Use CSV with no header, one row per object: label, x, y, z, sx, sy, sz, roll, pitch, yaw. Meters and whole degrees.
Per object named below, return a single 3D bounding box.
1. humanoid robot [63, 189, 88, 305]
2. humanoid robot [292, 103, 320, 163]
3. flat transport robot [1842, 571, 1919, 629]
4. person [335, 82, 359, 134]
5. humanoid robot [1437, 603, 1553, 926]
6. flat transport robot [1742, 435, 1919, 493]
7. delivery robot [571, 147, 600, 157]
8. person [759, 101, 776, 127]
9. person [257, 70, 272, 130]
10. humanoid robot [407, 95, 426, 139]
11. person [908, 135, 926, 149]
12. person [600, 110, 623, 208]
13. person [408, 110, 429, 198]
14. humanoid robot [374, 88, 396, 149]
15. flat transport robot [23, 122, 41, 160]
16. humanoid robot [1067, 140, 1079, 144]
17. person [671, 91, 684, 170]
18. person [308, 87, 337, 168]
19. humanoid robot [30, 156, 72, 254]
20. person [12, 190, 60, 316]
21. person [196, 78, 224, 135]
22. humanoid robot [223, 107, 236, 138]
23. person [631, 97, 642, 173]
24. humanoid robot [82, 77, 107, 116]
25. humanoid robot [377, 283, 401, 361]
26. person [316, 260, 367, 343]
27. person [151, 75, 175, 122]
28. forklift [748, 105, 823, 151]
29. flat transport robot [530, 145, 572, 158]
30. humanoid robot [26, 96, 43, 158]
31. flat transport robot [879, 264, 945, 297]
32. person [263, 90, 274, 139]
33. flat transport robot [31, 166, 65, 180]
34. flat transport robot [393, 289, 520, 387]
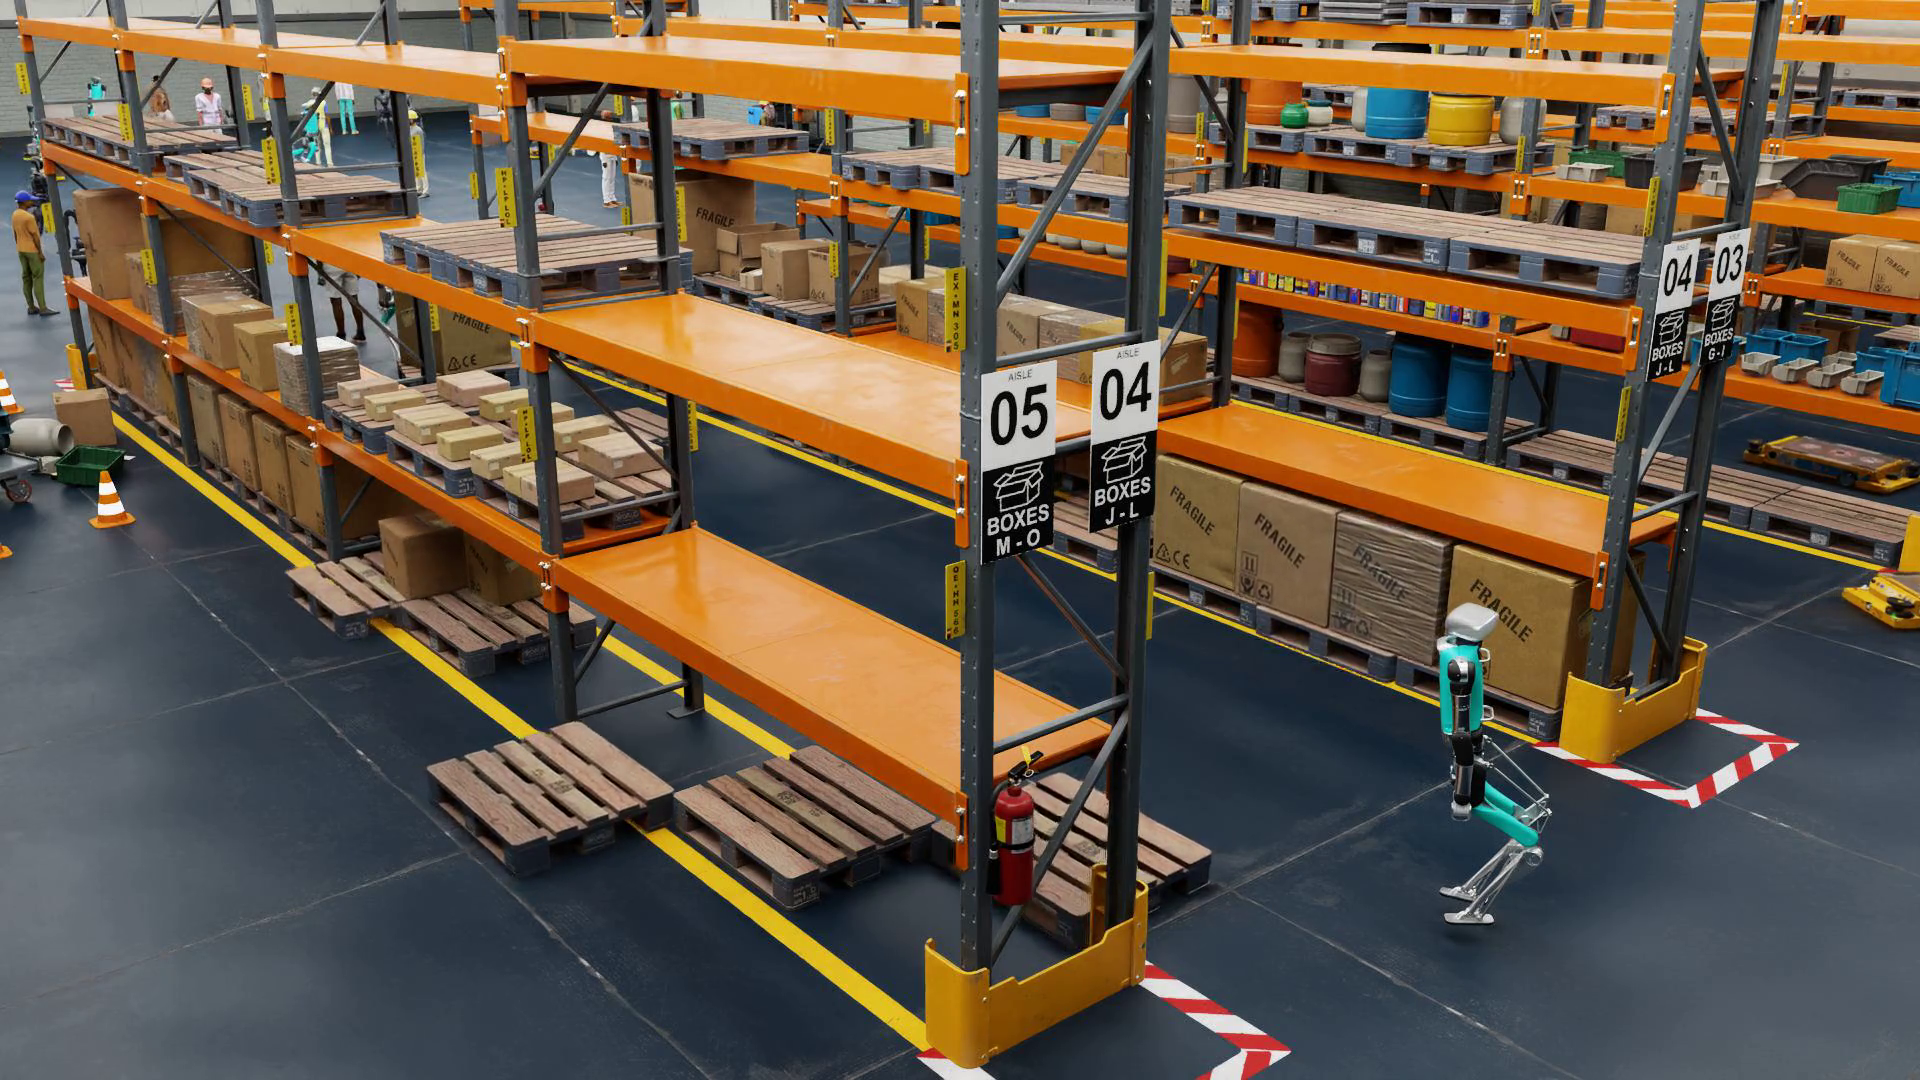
humanoid robot,-12.430,-4.158,23.643,0.328,1.652,0.605,16,25,38
humanoid robot,-14.429,-8.715,36.581,1.037,1.753,0.556,6,20,17
flat transport robot,7.589,0.450,12.655,1.431,0.231,0.659,-2,19,-5
person,-17.231,-12.357,46.622,0.491,1.917,0.378,0,19,-1
humanoid robot,2.690,1.142,8.271,0.735,1.676,0.533,5,20,14
flat transport robot,8.420,-0.750,16.070,0.659,0.231,1.431,-14,24,-34
delivery robot,-9.394,-9.873,41.615,0.773,0.602,0.523,0,19,0
person,-4.332,-9.091,37.556,0.405,1.759,0.550,7,21,19
person,-19.871,-12.702,47.666,0.406,1.876,0.498,9,21,25
humanoid robot,-13.098,-9.813,39.836,0.603,1.647,0.768,-1,19,-2
person,-0.854,-7.495,33.062,0.370,1.733,0.479,-17,25,-39
person,-6.963,-7.562,33.026,0.352,1.882,0.580,4,20,12
person,-11.232,-7.959,34.330,0.523,1.768,0.306,16,25,38
humanoid robot,-14.784,-10.951,42.996,0.626,1.627,0.443,-5,20,-13
flat transport robot,-22.173,-9.471,40.889,1.431,0.231,0.659,-6,20,-15
humanoid robot,2.466,-7.714,33.668,1.011,1.730,0.552,-15,24,-37
person,-6.467,-9.412,38.150,0.398,1.978,0.489,-9,21,-23
person,-14.882,-9.560,38.699,0.546,1.891,0.382,2,19,6
humanoid robot,-15.343,-5.567,27.721,0.741,1.636,0.611,-2,19,-5
person,-12.867,-3.983,23.084,0.451,1.717,0.369,10,22,27
person,-17.766,-9.928,39.521,0.383,2.039,0.613,16,25,38
humanoid robot,-15.861,-8.710,36.631,0.611,1.639,0.571,7,20,19
person,-7.389,-9.112,37.420,0.360,1.895,0.562,-13,23,-33
humanoid robot,-22.869,-11.320,43.908,0.567,1.728,0.977,5,20,13
humanoid robot,-6.776,-2.863,19.997,0.539,1.873,0.706,-14,24,-34
person,-7.933,-3.455,21.233,0.374,1.957,0.603,15,24,36
person,-20.850,-11.229,43.554,0.847,1.821,0.778,6,20,16
forklift,-4.526,-11.368,42.374,1.129,2.768,1.873,-15,24,-37
flat transport robot,-10.354,-9.682,41.492,0.659,0.231,1.431,11,22,28
humanoid robot,-21.086,-9.319,38.228,0.543,1.779,0.734,-14,24,-35
flat transport robot,-0.730,-2.883,22.142,0.659,0.231,1.431,-15,24,-37
person,-18.560,-11.562,44.708,0.322,1.686,0.545,-9,21,-24
flat transport robot,-20.528,-8.251,37.419,0.659,0.231,1.431,-10,22,-26
flat transport robot,-5.655,-1.706,18.791,0.659,0.231,1.431,-8,21,-23
